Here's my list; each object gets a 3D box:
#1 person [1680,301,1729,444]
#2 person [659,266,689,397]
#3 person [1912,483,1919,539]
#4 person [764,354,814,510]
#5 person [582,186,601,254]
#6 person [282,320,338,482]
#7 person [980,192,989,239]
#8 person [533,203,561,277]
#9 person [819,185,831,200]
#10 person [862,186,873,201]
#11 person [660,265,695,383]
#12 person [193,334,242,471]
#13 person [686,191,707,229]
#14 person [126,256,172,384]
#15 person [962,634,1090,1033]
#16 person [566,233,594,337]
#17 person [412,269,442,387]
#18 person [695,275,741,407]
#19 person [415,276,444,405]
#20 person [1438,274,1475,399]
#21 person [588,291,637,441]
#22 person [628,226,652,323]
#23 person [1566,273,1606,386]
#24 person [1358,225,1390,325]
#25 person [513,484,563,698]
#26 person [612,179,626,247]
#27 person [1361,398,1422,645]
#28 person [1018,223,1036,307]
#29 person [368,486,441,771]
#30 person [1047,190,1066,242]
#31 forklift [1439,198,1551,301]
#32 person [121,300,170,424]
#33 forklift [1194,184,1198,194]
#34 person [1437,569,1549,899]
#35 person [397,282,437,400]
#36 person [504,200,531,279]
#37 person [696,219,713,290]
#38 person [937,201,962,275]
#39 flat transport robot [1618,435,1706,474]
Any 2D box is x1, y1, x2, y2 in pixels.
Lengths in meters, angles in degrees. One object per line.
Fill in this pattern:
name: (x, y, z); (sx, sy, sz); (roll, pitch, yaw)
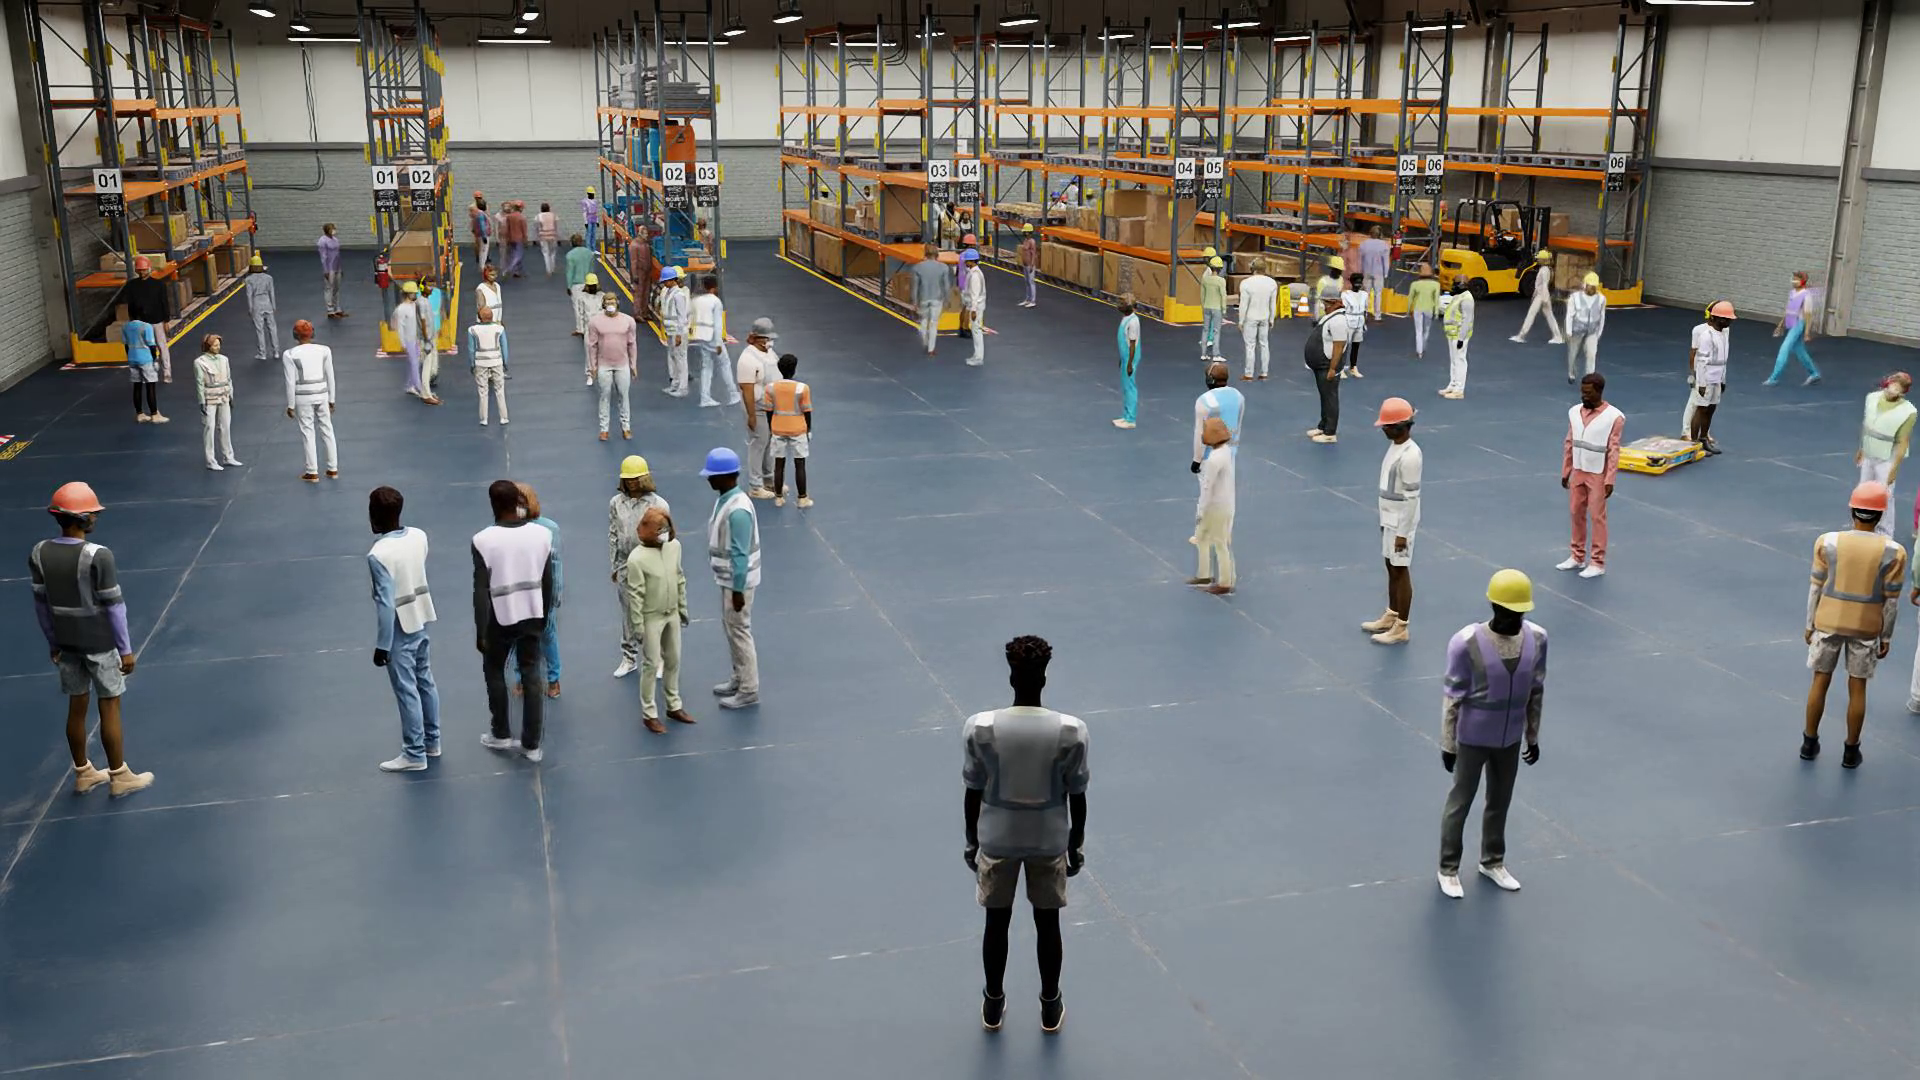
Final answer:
person: (9.604, -2.148, 21.380); (0.502, 1.861, 0.330); (-3, 15, -10)
person: (-4.269, -3.115, 24.854); (0.400, 1.938, 0.602); (-7, 17, -25)
person: (9.903, -0.978, 16.705); (0.611, 1.995, 0.375); (-11, 18, -35)
person: (-1.860, -1.164, 18.014); (0.572, 1.690, 0.336); (3, 15, 12)
person: (-10.488, -9.085, 47.340); (0.367, 1.927, 0.590); (7, 16, 24)
person: (-7.529, -1.610, 19.297); (0.574, 1.882, 0.358); (-14, 20, -43)
person: (0.701, -9.611, 49.883); (0.280, 1.633, 0.500); (7, 16, 25)
person: (-10.385, -7.533, 41.731); (0.639, 1.808, 0.863); (-9, 17, -29)
person: (-3.901, -9.251, 47.971); (0.387, 1.922, 0.594); (-3, 15, -10)
person: (-2.700, -9.547, 49.220); (0.511, 1.862, 0.324); (10, 18, 32)
person: (-4.397, -3.364, 25.988); (0.404, 1.834, 0.599); (10, 18, 32)
person: (-8.930, -1.656, 19.956); (0.313, 1.634, 0.514); (6, 16, 21)
person: (-7.419, -8.989, 46.844); (0.615, 1.997, 0.373); (-11, 18, -36)
person: (-12.639, -3.421, 25.923); (0.613, 1.987, 0.410); (-2, 15, -6)
person: (0.307, 1.396, 7.855); (0.599, 1.958, 0.377); (0, 15, 0)
person: (-7.088, -4.764, 31.079); (0.369, 1.932, 0.636); (11, 18, 36)
person: (-8.172, -3.235, 25.520); (0.431, 1.824, 0.582); (12, 19, 37)
person: (-3.528, -2.896, 24.172); (0.637, 1.869, 0.813); (14, 20, 42)
person: (-7.748, -2.910, 24.228); (0.319, 1.863, 0.521); (-4, 15, -13)
person: (7.383, -3.026, 24.705); (0.430, 1.845, 0.619); (1, 15, 4)
person: (-4.505, -2.261, 21.639); (0.627, 1.941, 0.371); (-4, 15, -14)
person: (-6.313, -5.283, 33.102); (0.400, 1.900, 0.649); (5, 16, 18)
person: (9.569, -3.199, 25.492); (0.600, 1.784, 0.951); (2, 15, 8)
person: (8.141, -5.216, 32.769); (0.627, 1.936, 0.375); (9, 17, 31)
person: (-3.184, 0.374, 12.324); (0.501, 1.628, 0.279); (0, 15, 1)
person: (-10.245, -9.839, 50.047); (0.612, 1.995, 0.393); (14, 20, 42)
person: (3.527, -0.152, 13.527); (0.400, 2.033, 0.605); (1, 15, 3)
person: (1.456, -5.871, 35.557); (0.310, 1.769, 0.523); (-5, 16, -19)
person: (-3.673, 0.584, 10.973); (0.390, 1.920, 0.587); (3, 15, 10)
person: (2.589, -8.489, 45.057); (0.606, 1.947, 0.406); (1, 15, 4)
forklift: (11.913, -6.508, 37.130); (2.313, 2.155, 1.214); (-4, 15, -15)
person: (-11.178, -2.432, 22.745); (0.534, 1.697, 0.322); (6, 16, 21)
forklift: (7.392, -11.333, 53.972); (1.873, 2.768, 1.129); (-4, 15, -15)
person: (2.947, 1.071, 9.167); (0.600, 1.913, 0.422); (-4, 15, -15)
person: (-8.065, -2.967, 24.698); (0.635, 1.735, 0.561); (4, 15, 15)
person: (-10.923, -7.352, 40.791); (0.679, 1.953, 0.823); (10, 18, 34)
person: (-5.977, -6.633, 38.672); (0.523, 1.636, 0.310); (5, 16, 18)
person: (-0.258, -7.622, 42.002); (0.624, 1.844, 0.429); (-1, 15, -5)
flat transport robot: (8.507, -1.056, 20.303); (0.652, 0.197, 1.431); (14, 20, 43)
